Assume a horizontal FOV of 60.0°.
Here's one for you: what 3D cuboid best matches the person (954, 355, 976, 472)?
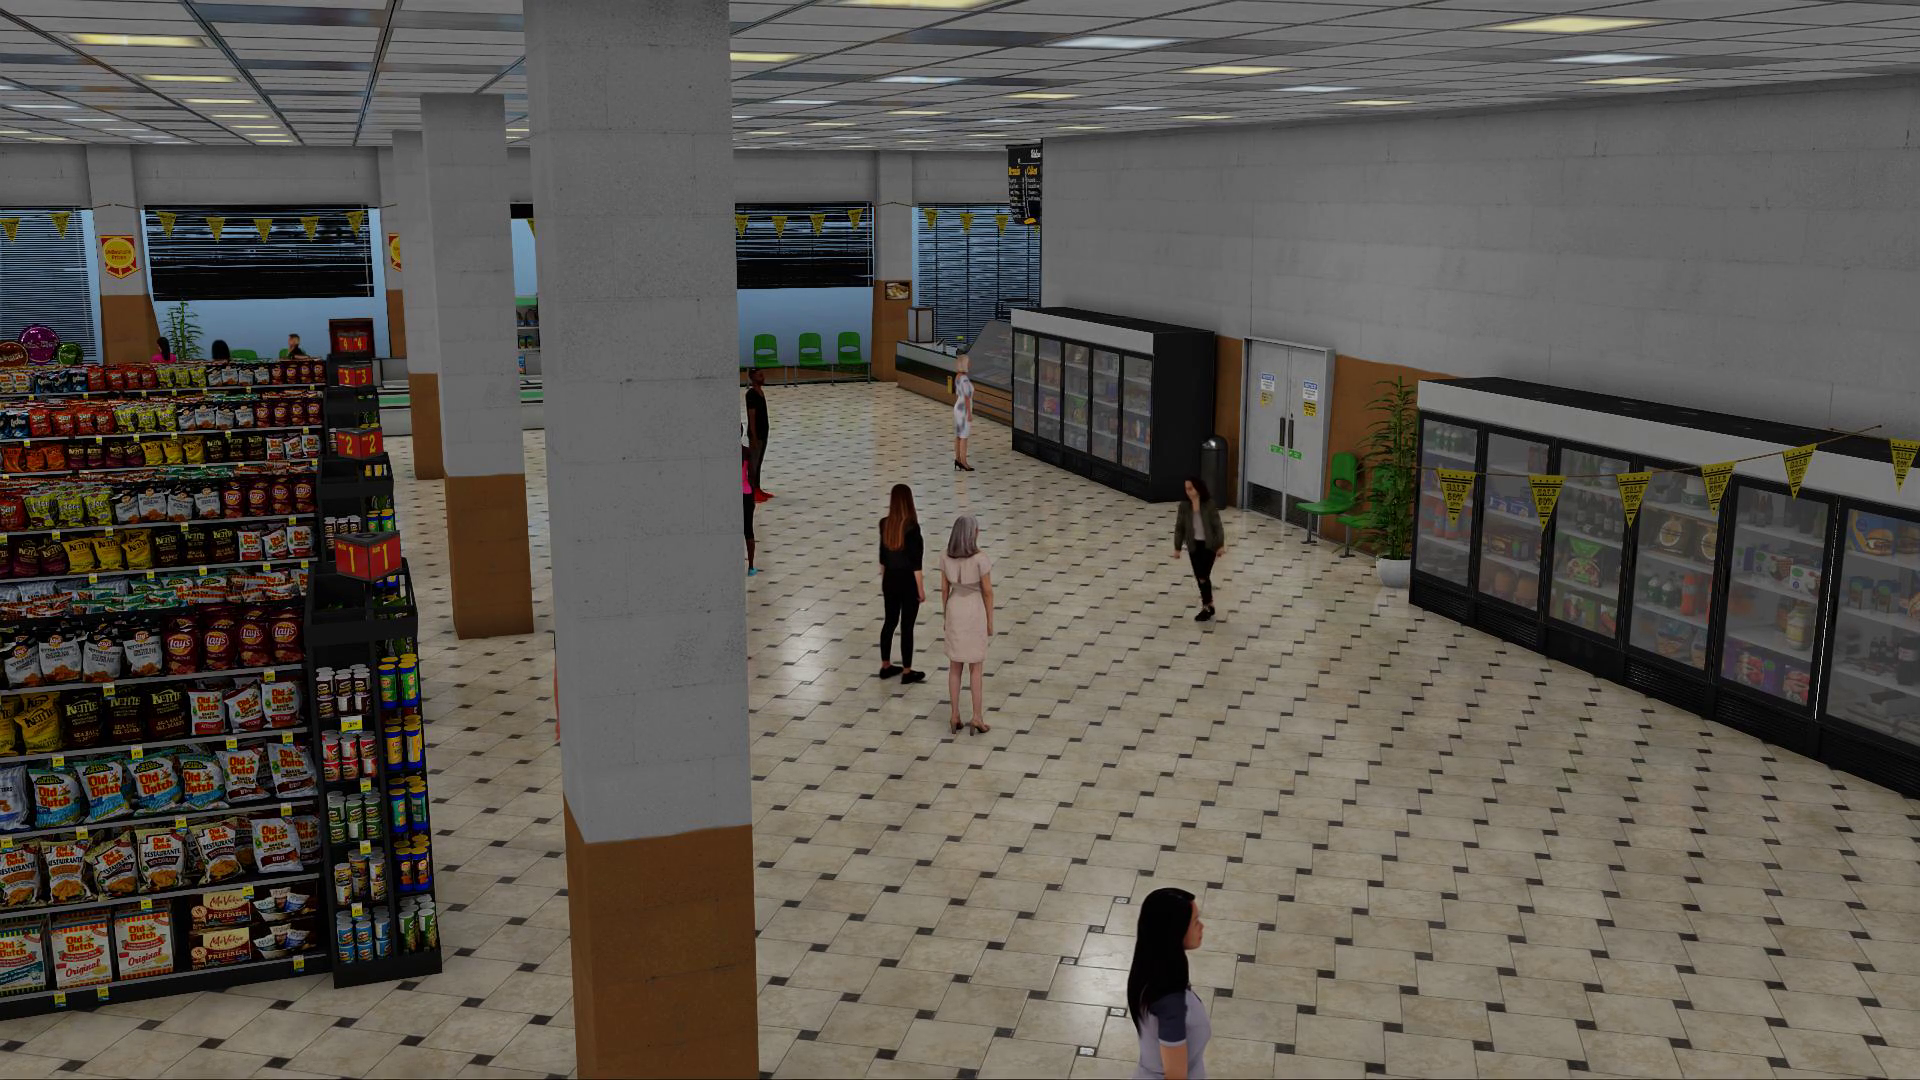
[{"bbox_3d":[0.045,-1.930,25.122,0.496,1.751,0.560,-4,13,-19],"label":"person"}]

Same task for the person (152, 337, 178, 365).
[{"bbox_3d":[-13.670,-2.652,28.674,0.738,1.699,0.644,11,16,42],"label":"person"}]

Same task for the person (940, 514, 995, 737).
[{"bbox_3d":[0.055,0.653,12.890,0.678,1.736,0.743,5,13,23],"label":"person"}]

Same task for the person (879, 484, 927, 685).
[{"bbox_3d":[-0.524,0.369,14.307,0.681,1.707,0.686,10,16,40],"label":"person"}]

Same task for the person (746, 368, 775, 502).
[{"bbox_3d":[-2.781,-1.454,22.728,0.712,1.805,0.719,2,12,11],"label":"person"}]

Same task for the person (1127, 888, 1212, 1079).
[{"bbox_3d":[0.761,2.087,6.154,0.610,1.706,0.649,-1,12,-5],"label":"person"}]

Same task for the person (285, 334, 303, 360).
[{"bbox_3d":[-11.806,-2.865,29.805,0.914,1.651,0.779,-11,16,-42],"label":"person"}]

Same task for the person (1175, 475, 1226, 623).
[{"bbox_3d":[2.418,0.080,16.323,0.781,1.442,0.844,5,13,24],"label":"person"}]
